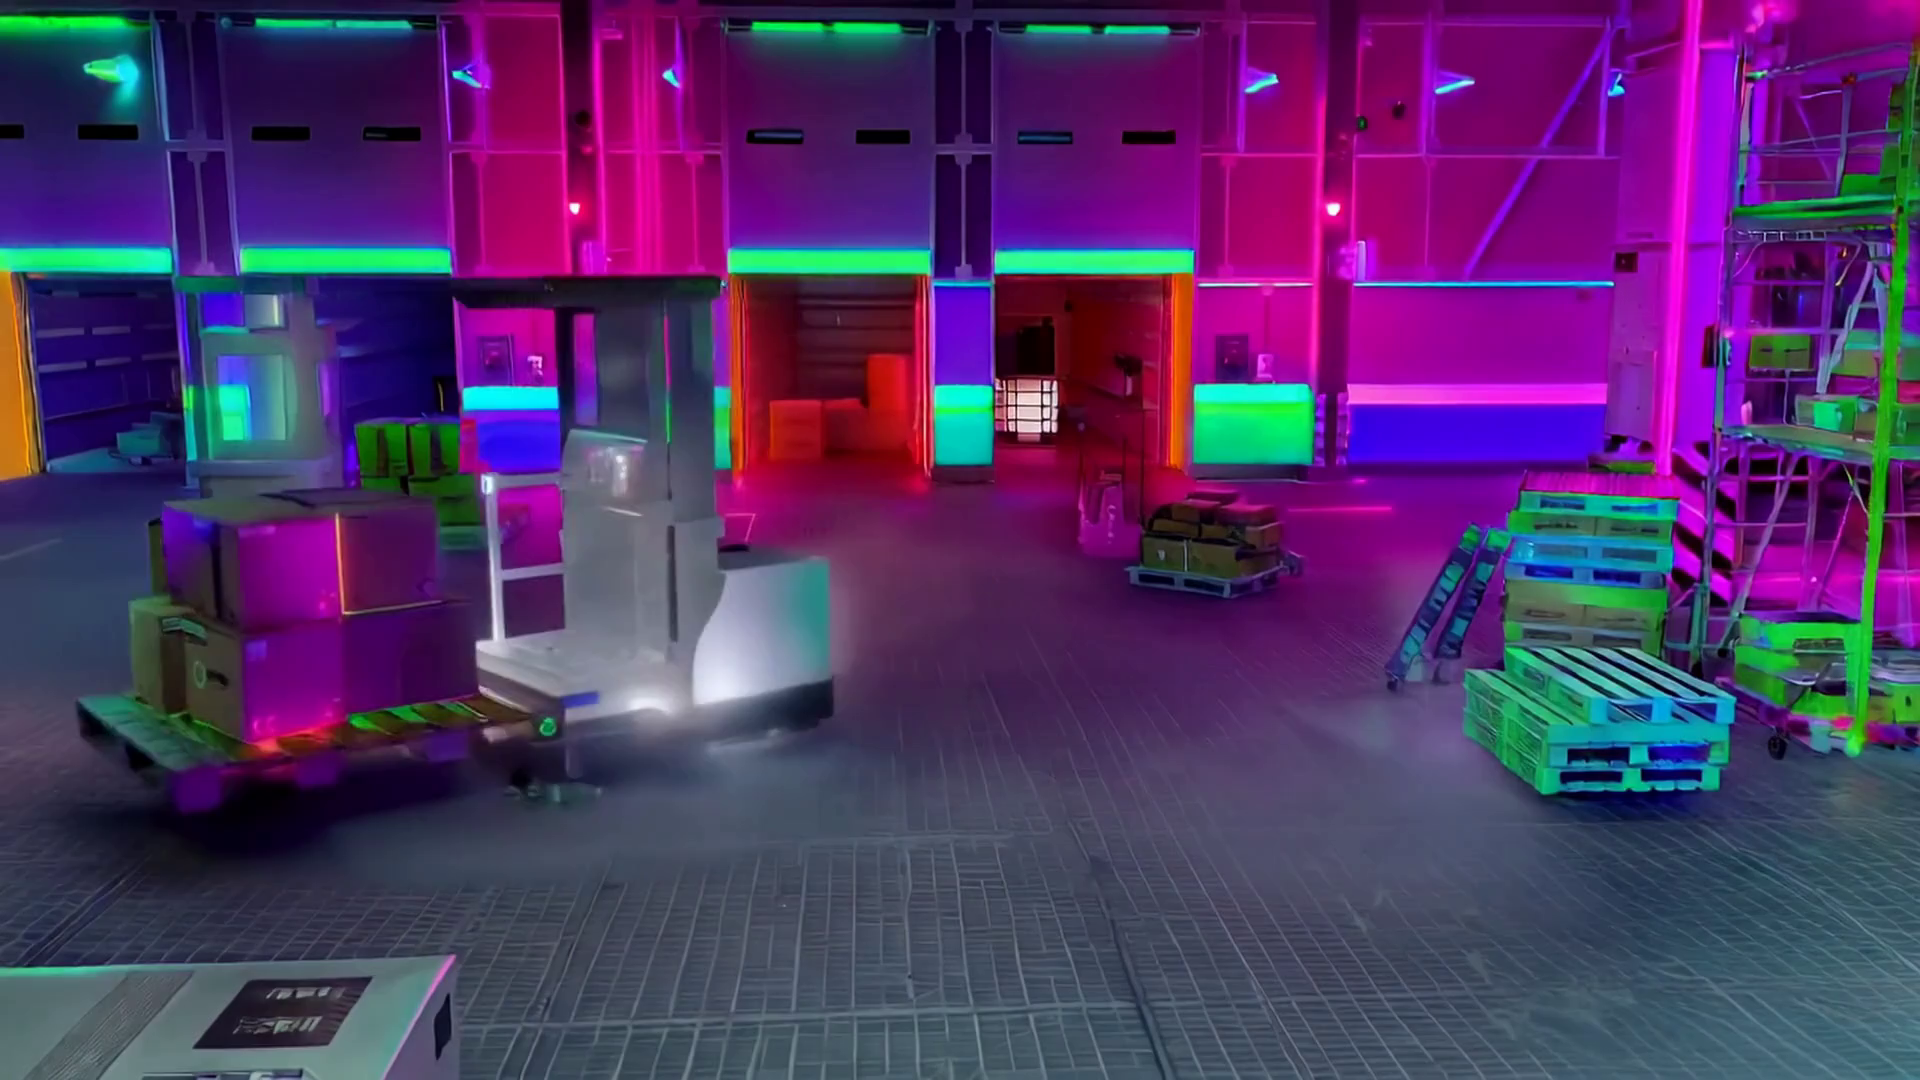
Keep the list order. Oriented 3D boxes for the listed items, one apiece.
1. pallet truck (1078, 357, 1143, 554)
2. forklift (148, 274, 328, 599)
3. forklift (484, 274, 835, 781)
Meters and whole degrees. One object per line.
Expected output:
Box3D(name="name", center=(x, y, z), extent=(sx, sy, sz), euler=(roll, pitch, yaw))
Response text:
Box3D(name="pallet truck", center=(2.088, -0.836, 16.757), extent=(1.885, 1.965, 0.823), euler=(2, 9, 13))
Box3D(name="forklift", center=(-5.348, -0.627, 12.681), extent=(1.129, 2.768, 1.873), euler=(-1, 9, -4))
Box3D(name="forklift", center=(-1.788, -0.194, 9.965), extent=(1.873, 2.768, 1.129), euler=(-8, 12, -41))
